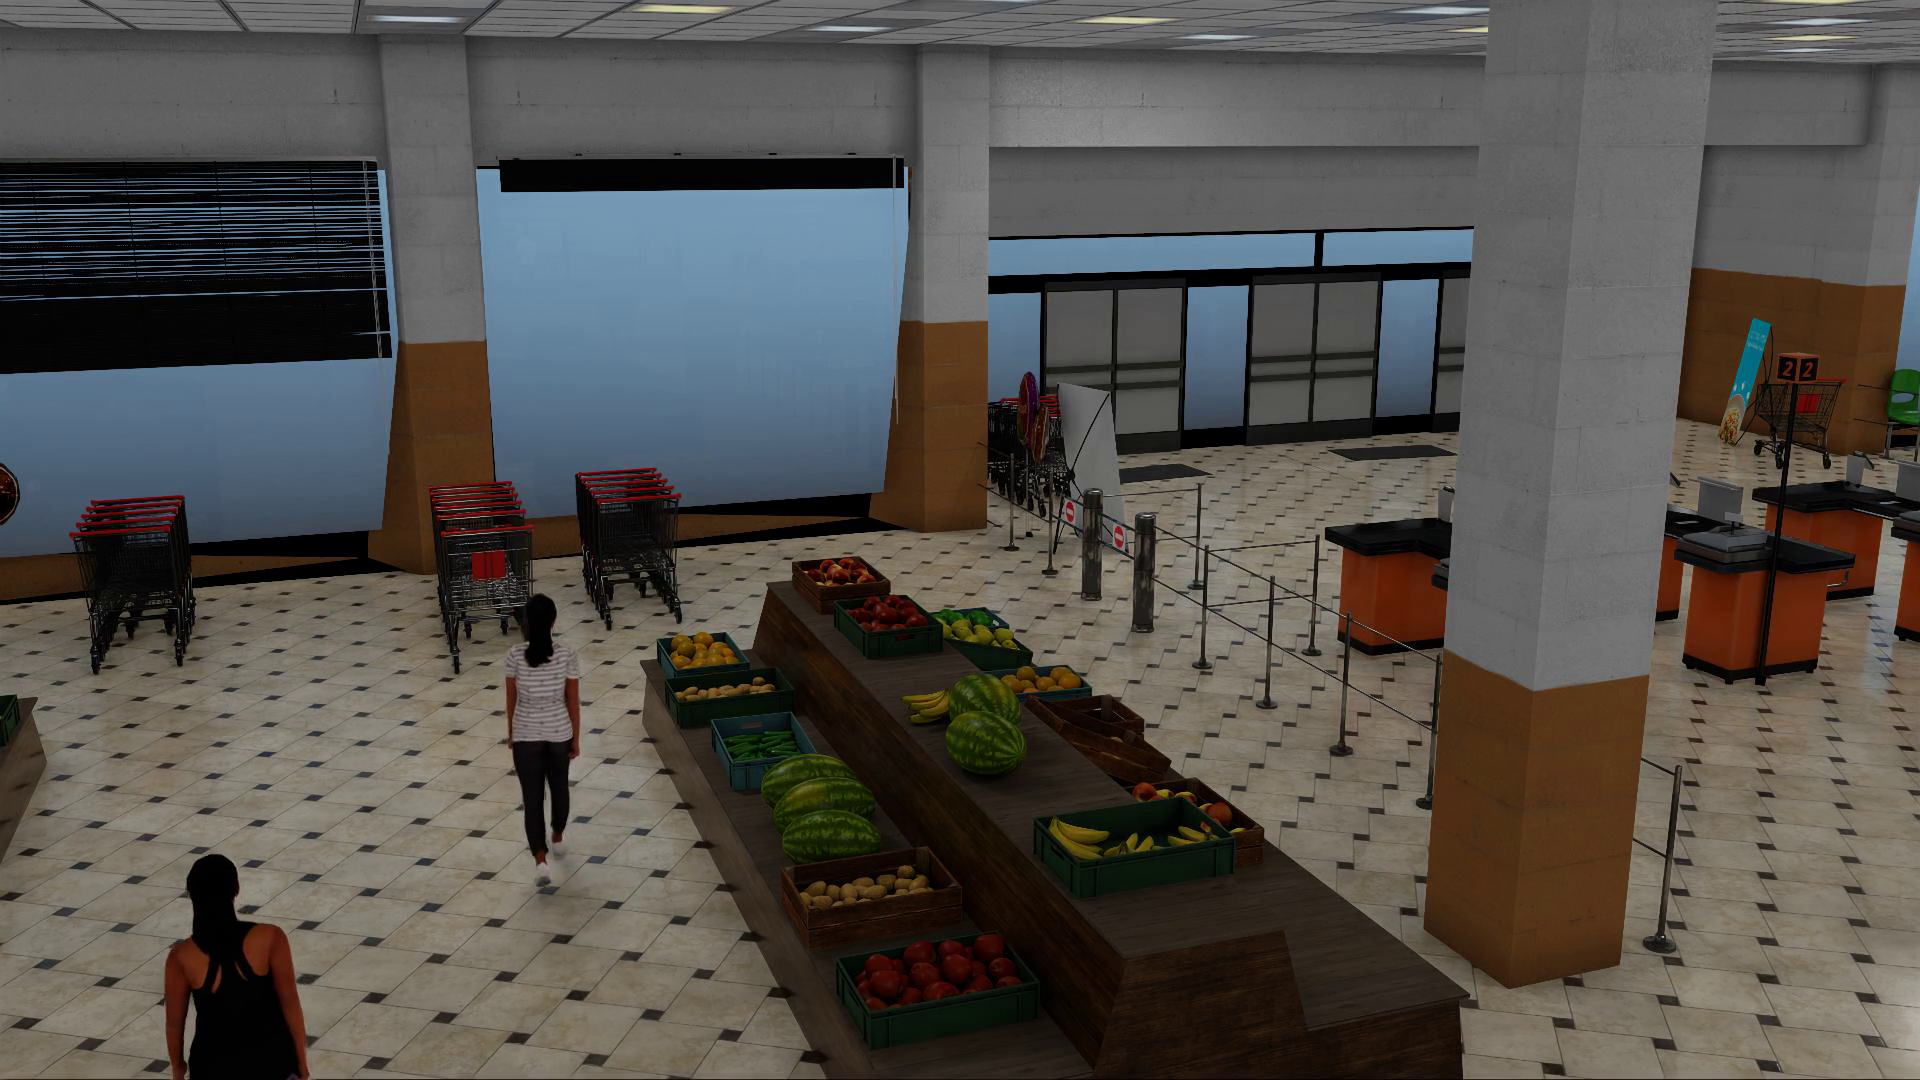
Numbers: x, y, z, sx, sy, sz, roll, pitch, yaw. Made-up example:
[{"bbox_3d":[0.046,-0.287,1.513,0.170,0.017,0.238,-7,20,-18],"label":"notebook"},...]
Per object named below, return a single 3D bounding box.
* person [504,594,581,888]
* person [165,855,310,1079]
[{"bbox_3d":[-2.326,1.136,9.280,0.573,1.617,1.067,-5,14,-18],"label":"person"},{"bbox_3d":[-2.577,1.914,5.982,0.628,1.661,0.635,-6,15,-23],"label":"person"}]
